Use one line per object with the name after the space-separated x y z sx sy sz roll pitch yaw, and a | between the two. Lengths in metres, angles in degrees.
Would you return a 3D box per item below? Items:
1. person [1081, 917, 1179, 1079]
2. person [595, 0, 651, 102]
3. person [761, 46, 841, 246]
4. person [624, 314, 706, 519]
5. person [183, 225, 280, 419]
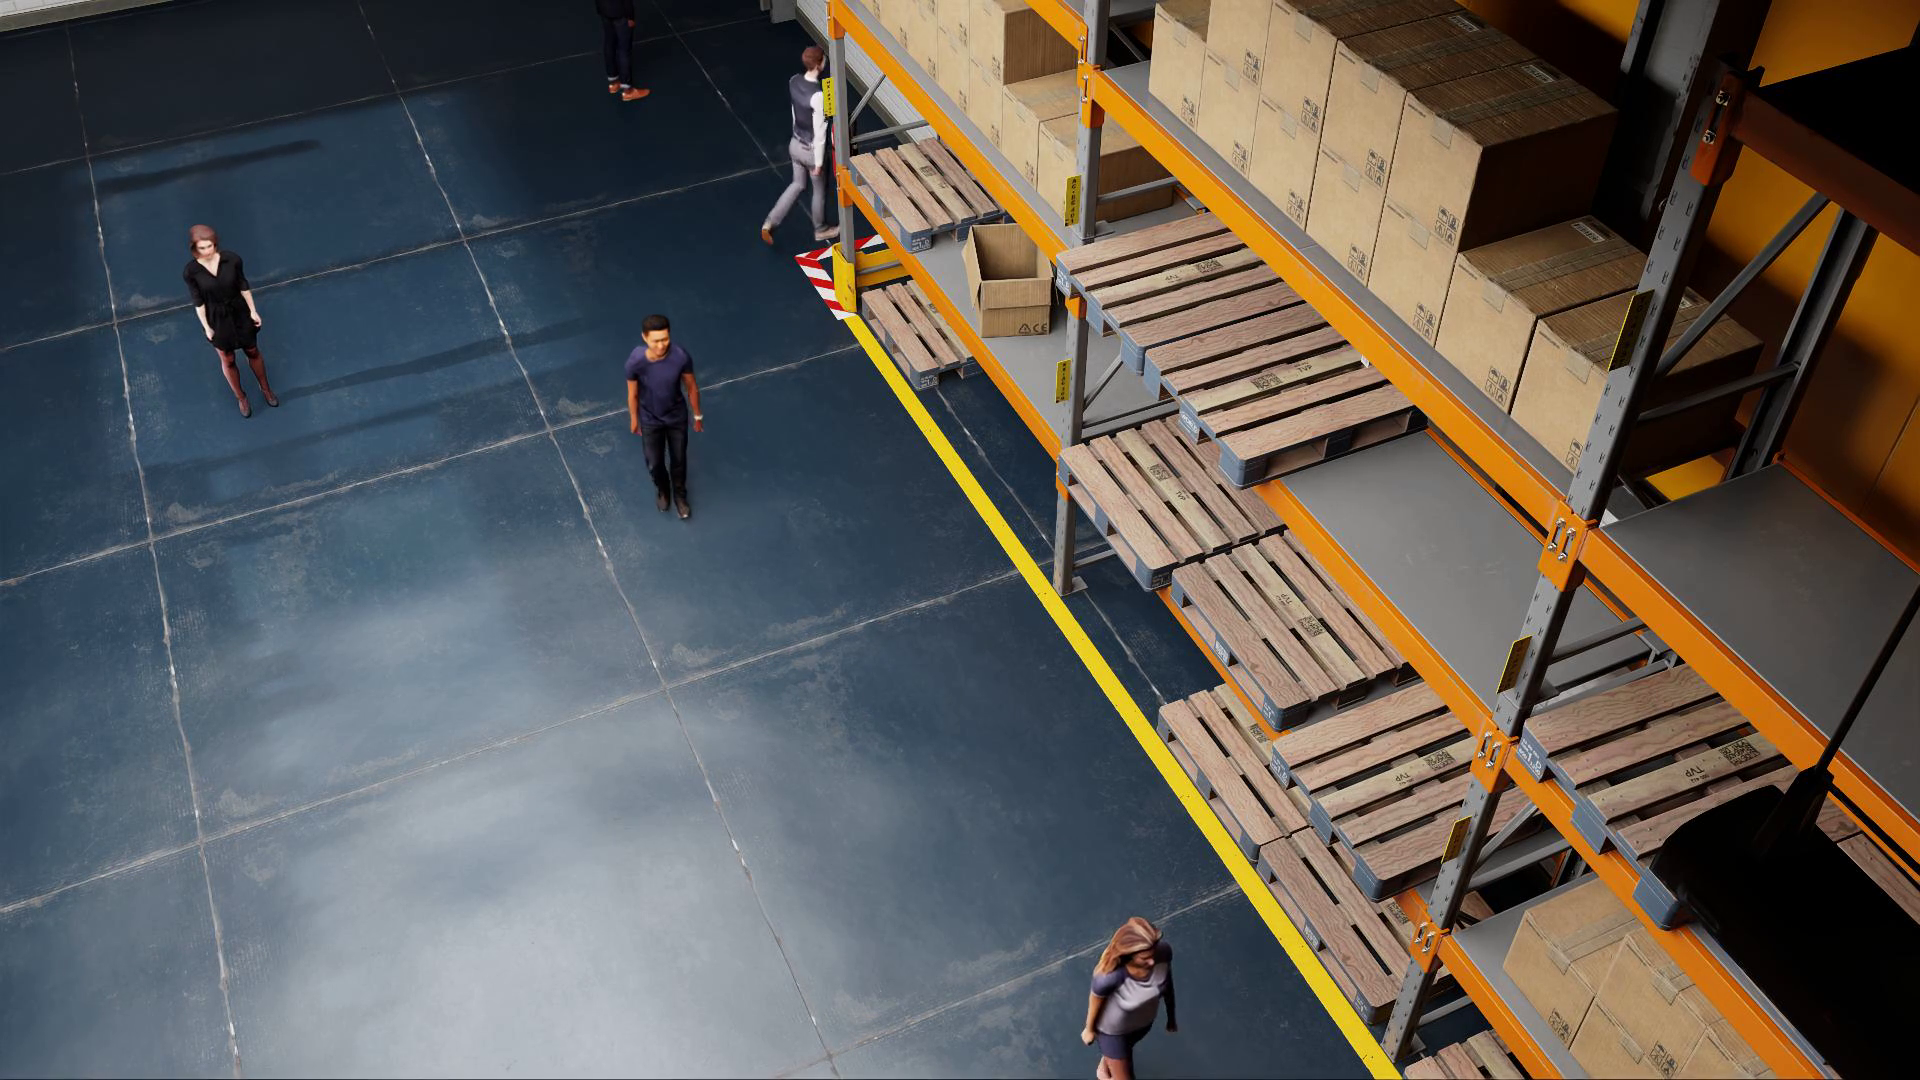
0.806 2.388 8.545 0.652 1.714 0.747 -21 48 -21 | person
-3.440 -5.275 16.513 0.825 1.817 0.648 -33 52 -29 | person
-1.373 -3.352 14.431 0.868 1.906 1.056 -29 50 -27 | person
-2.139 -0.941 11.991 0.721 1.781 0.656 -10 45 -10 | person
-5.650 -1.706 12.848 0.619 1.705 0.548 -25 49 -24 | person
